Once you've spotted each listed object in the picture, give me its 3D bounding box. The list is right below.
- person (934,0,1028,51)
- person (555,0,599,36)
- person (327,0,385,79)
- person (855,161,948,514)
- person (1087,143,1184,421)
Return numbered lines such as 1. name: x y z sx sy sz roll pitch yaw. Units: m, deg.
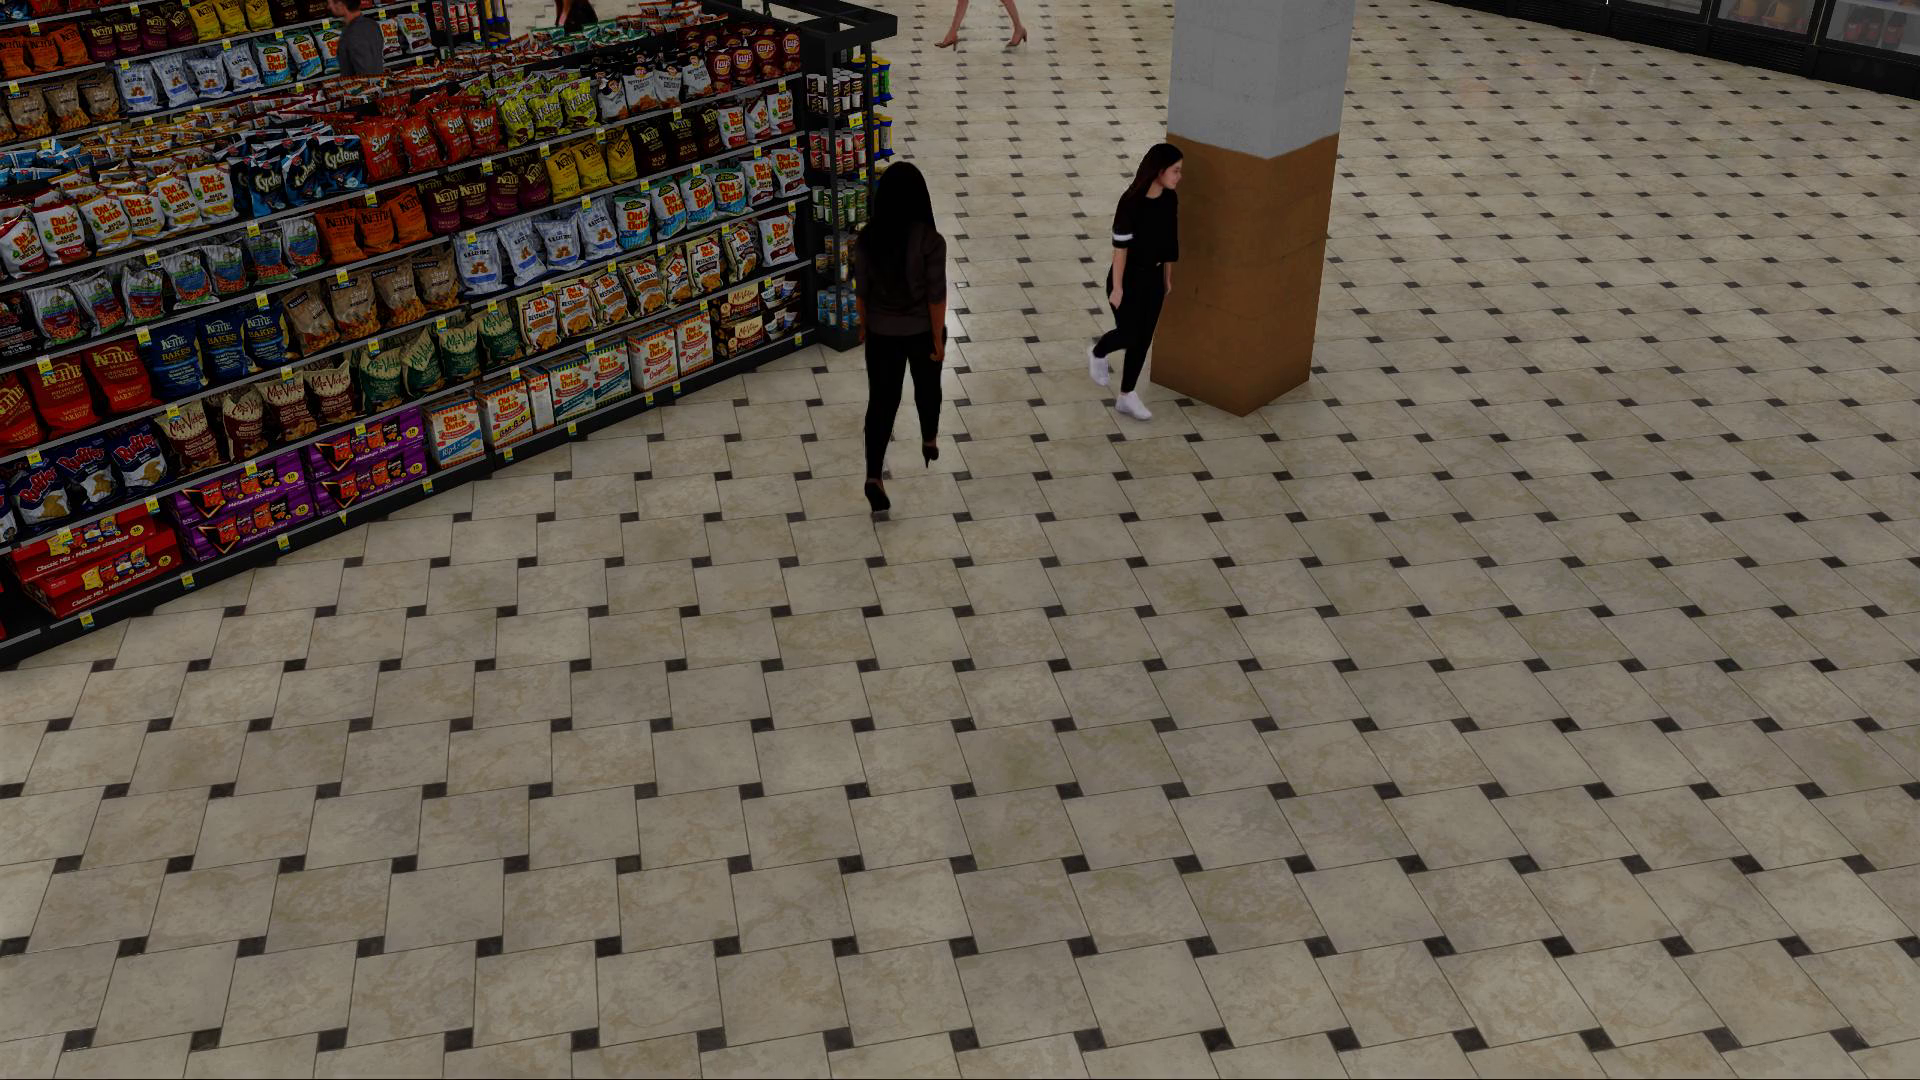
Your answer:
1. person: 0.337 -5.480 15.837 1.249 1.681 0.937 -12 34 -18
2. person: -2.817 -3.568 12.741 0.654 1.704 0.676 -18 36 -27
3. person: -4.108 -2.974 11.628 0.814 1.872 0.785 -4 32 -7
4. person: -0.321 -0.977 8.487 1.037 1.801 1.215 7 33 11
5. person: 0.977 -1.491 9.493 0.758 1.610 0.712 -22 38 -31
